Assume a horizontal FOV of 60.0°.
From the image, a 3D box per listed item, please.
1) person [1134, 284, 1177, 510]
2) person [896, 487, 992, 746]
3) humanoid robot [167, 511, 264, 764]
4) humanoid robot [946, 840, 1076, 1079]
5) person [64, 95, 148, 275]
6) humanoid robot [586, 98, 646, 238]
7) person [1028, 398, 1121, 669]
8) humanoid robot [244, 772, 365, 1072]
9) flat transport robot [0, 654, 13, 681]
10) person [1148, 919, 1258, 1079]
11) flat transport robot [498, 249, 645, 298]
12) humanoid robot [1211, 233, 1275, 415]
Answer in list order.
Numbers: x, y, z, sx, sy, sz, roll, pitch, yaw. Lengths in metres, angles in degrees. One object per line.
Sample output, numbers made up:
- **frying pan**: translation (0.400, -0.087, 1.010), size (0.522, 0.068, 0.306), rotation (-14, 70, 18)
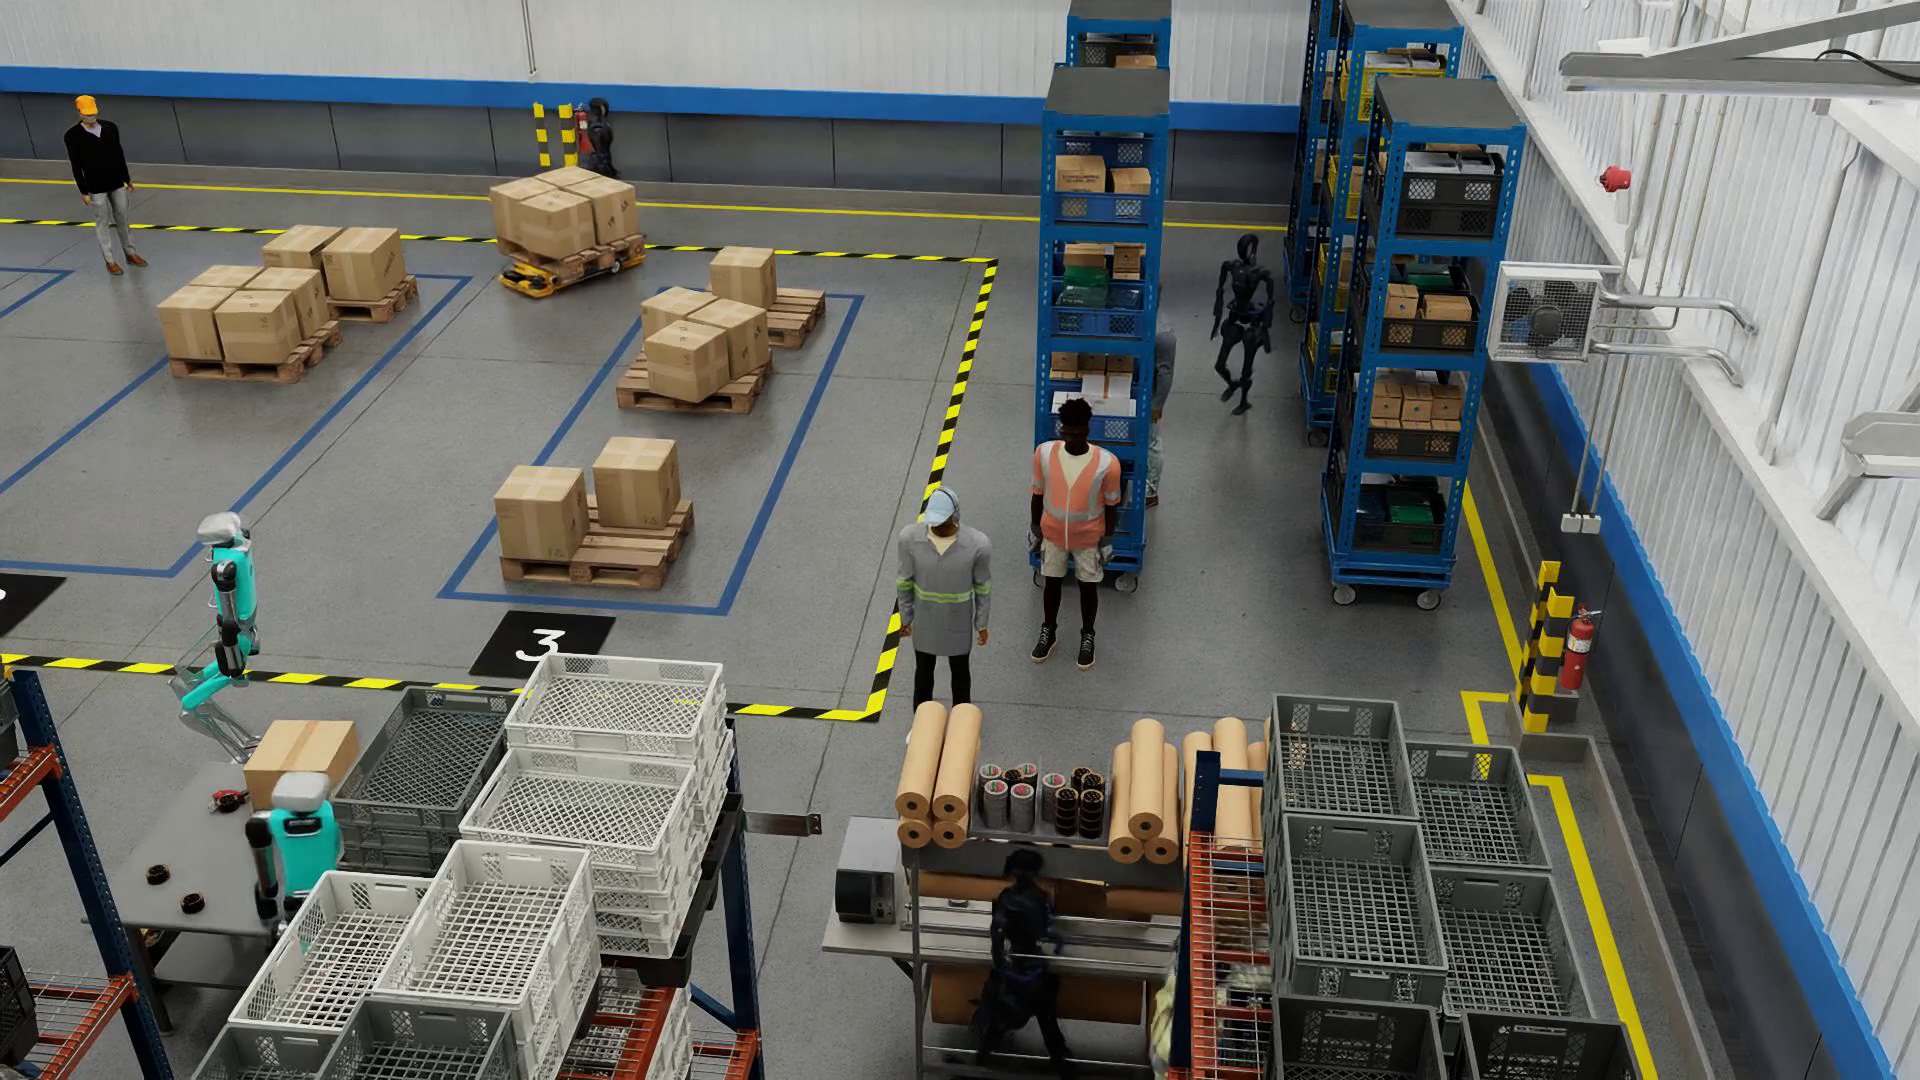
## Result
- **person**: translation (1.421, -1.157, 13.003), size (0.362, 1.937, 0.634), rotation (-12, 32, -20)
- **person**: translation (-0.106, 0.487, 10.266), size (0.588, 1.850, 0.396), rotation (5, 31, 8)
- **humanoid robot**: translation (-4.519, 0.624, 10.008), size (0.735, 1.677, 0.533), rotation (-5, 31, -9)
- **humanoid robot**: translation (0.296, 2.039, 7.815), size (0.783, 1.623, 0.600), rotation (18, 35, 28)
- **person**: translation (-8.986, -3.742, 17.498), size (0.379, 1.880, 0.589), rotation (18, 35, 28)
- **humanoid robot**: translation (-3.900, -4.058, 18.287), size (0.771, 1.627, 0.589), rotation (-2, 30, -4)
- **person**: translation (0.745, -0.043, 11.061), size (0.607, 1.965, 0.366), rotation (9, 31, 15)
- **humanoid robot**: translation (-2.998, 2.012, 7.772), size (0.563, 1.790, 0.812), rotation (-6, 31, -9)
- **flat transport robot**: translation (-7.142, 0.969, 11.010), size (1.431, 0.231, 0.659), rotation (3, 30, 6)
- **person**: translation (1.102, 2.316, 7.167), size (0.779, 1.814, 0.647), rotation (-8, 31, -13)
- **flat transport robot**: translation (-4.129, -2.943, 17.700), size (0.652, 0.197, 1.431), rotation (24, 38, 35)
- **humanoid robot**: translation (2.472, -1.873, 14.492), size (0.600, 1.648, 0.339), rotation (21, 36, 32)
